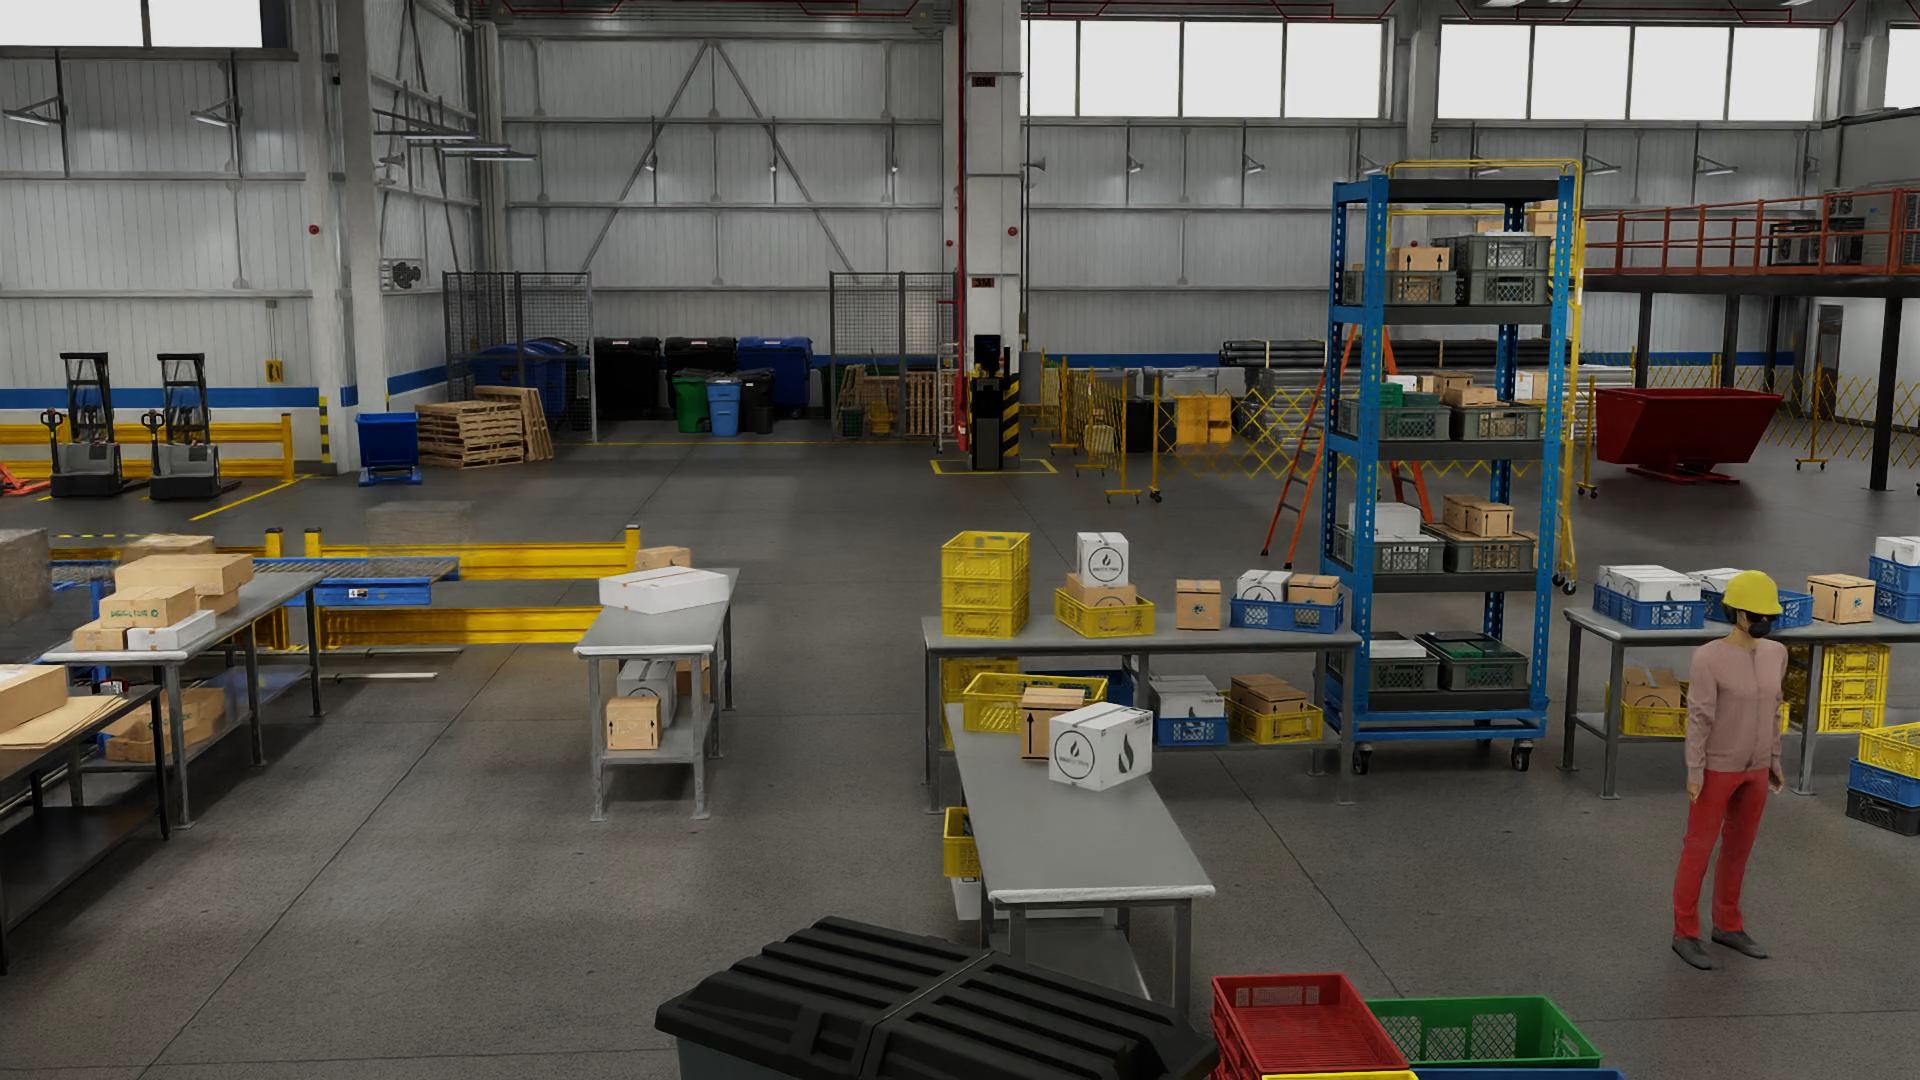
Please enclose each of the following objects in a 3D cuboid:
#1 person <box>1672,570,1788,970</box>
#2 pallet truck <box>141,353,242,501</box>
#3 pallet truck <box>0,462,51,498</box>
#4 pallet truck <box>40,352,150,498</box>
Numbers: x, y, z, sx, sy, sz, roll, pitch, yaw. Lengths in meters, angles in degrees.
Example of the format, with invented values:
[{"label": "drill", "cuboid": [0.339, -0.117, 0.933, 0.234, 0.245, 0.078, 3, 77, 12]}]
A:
[{"label": "person", "cuboid": [3.411, 1.000, 7.299, 0.533, 1.767, 0.327, -3, 10, -21]}, {"label": "pallet truck", "cuboid": [-10.520, -1.604, 22.925, 0.823, 1.965, 1.885, -1, 9, -6]}, {"label": "pallet truck", "cuboid": [-13.193, -1.293, 23.148, 0.653, 1.274, 1.630, -1, 9, -4]}, {"label": "pallet truck", "cuboid": [-11.907, -1.642, 23.165, 0.823, 1.965, 1.885, 0, 9, 0]}]
